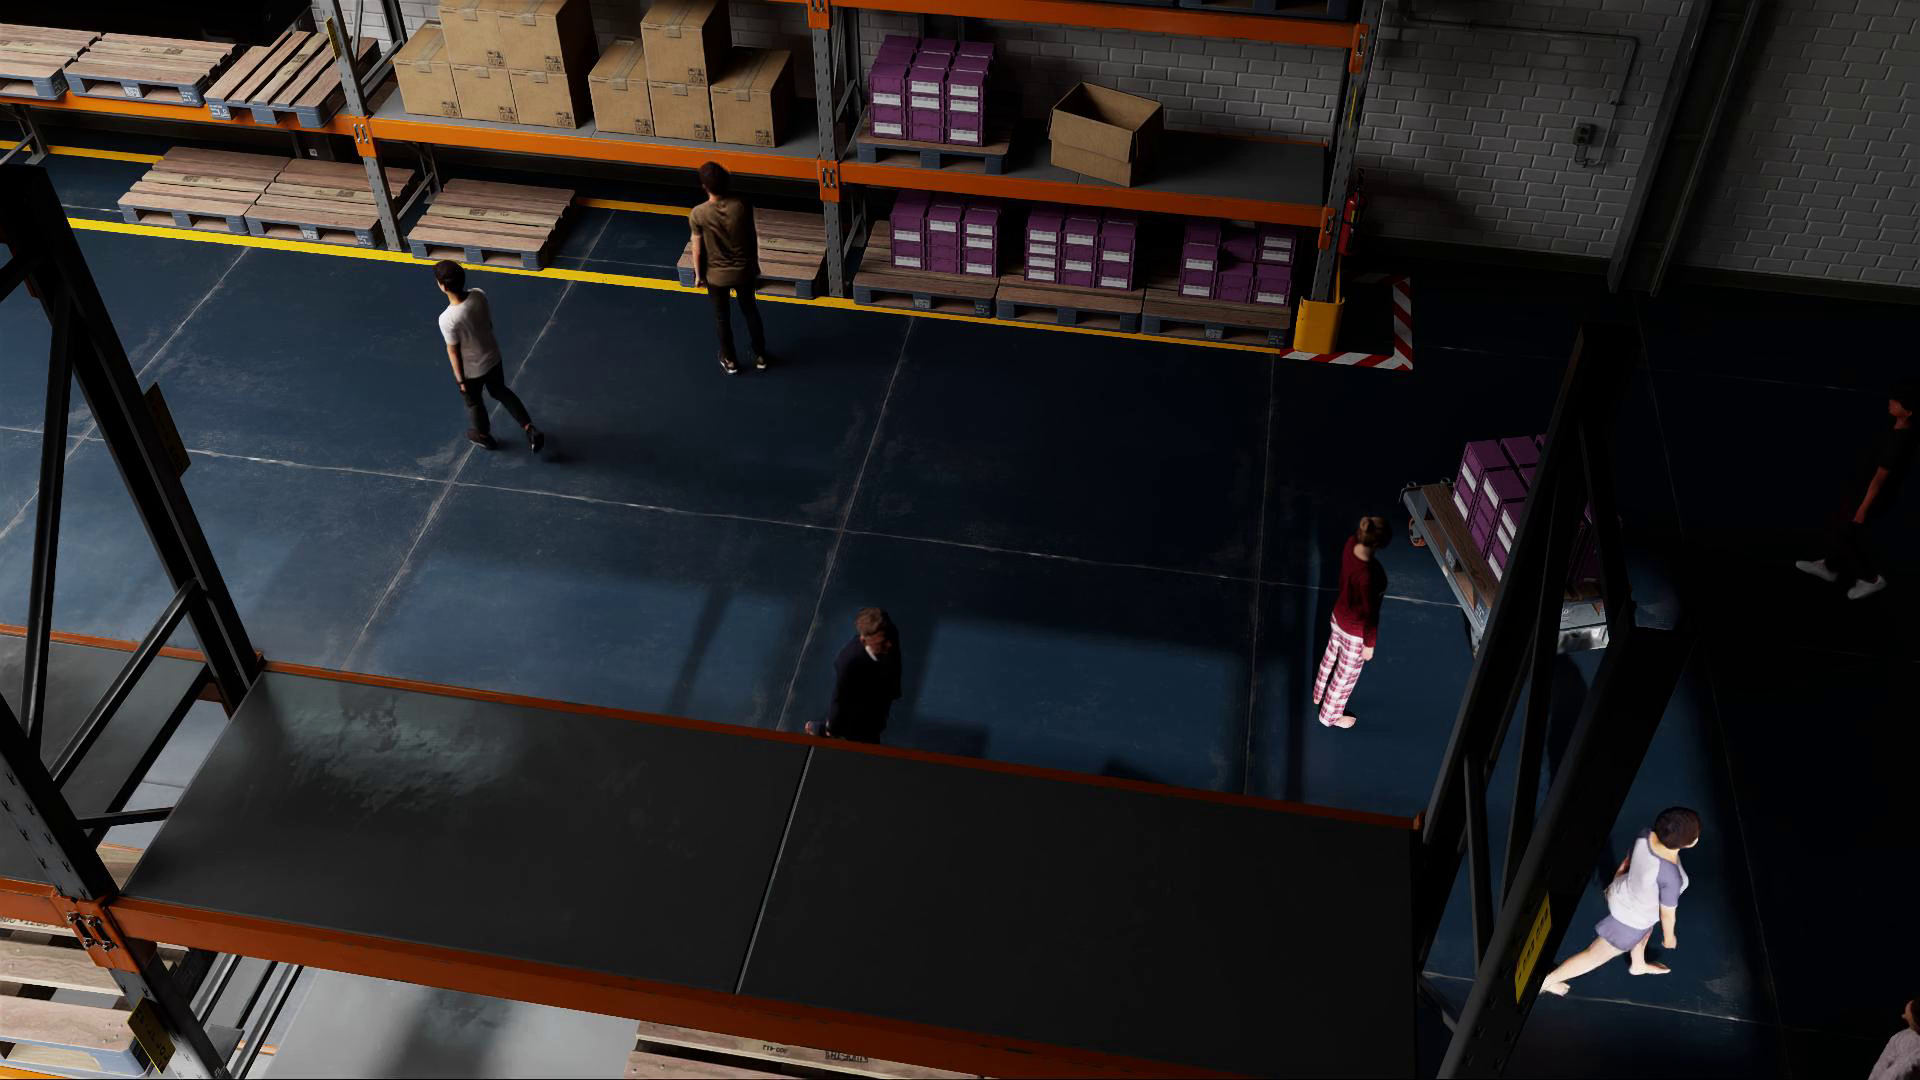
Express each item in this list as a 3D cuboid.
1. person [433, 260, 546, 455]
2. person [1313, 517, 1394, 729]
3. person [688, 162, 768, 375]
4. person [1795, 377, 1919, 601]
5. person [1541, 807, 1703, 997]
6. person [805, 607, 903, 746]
[{"bbox_3d":[-3.459,-1.293,12.123,1.064,1.706,0.860,22,48,21],"label":"person"},{"bbox_3d":[2.432,0.483,10.262,0.613,1.702,0.683,-6,44,-6],"label":"person"},{"bbox_3d":[-1.783,-2.071,12.835,0.742,1.850,0.844,-13,45,-14],"label":"person"},{"bbox_3d":[6.141,-0.311,11.046,0.913,1.769,0.802,26,49,25],"label":"person"},{"bbox_3d":[3.513,1.968,8.830,1.039,1.527,0.649,1,44,1],"label":"person"},{"bbox_3d":[-0.619,0.936,9.731,1.240,1.777,1.003,22,48,22],"label":"person"}]
